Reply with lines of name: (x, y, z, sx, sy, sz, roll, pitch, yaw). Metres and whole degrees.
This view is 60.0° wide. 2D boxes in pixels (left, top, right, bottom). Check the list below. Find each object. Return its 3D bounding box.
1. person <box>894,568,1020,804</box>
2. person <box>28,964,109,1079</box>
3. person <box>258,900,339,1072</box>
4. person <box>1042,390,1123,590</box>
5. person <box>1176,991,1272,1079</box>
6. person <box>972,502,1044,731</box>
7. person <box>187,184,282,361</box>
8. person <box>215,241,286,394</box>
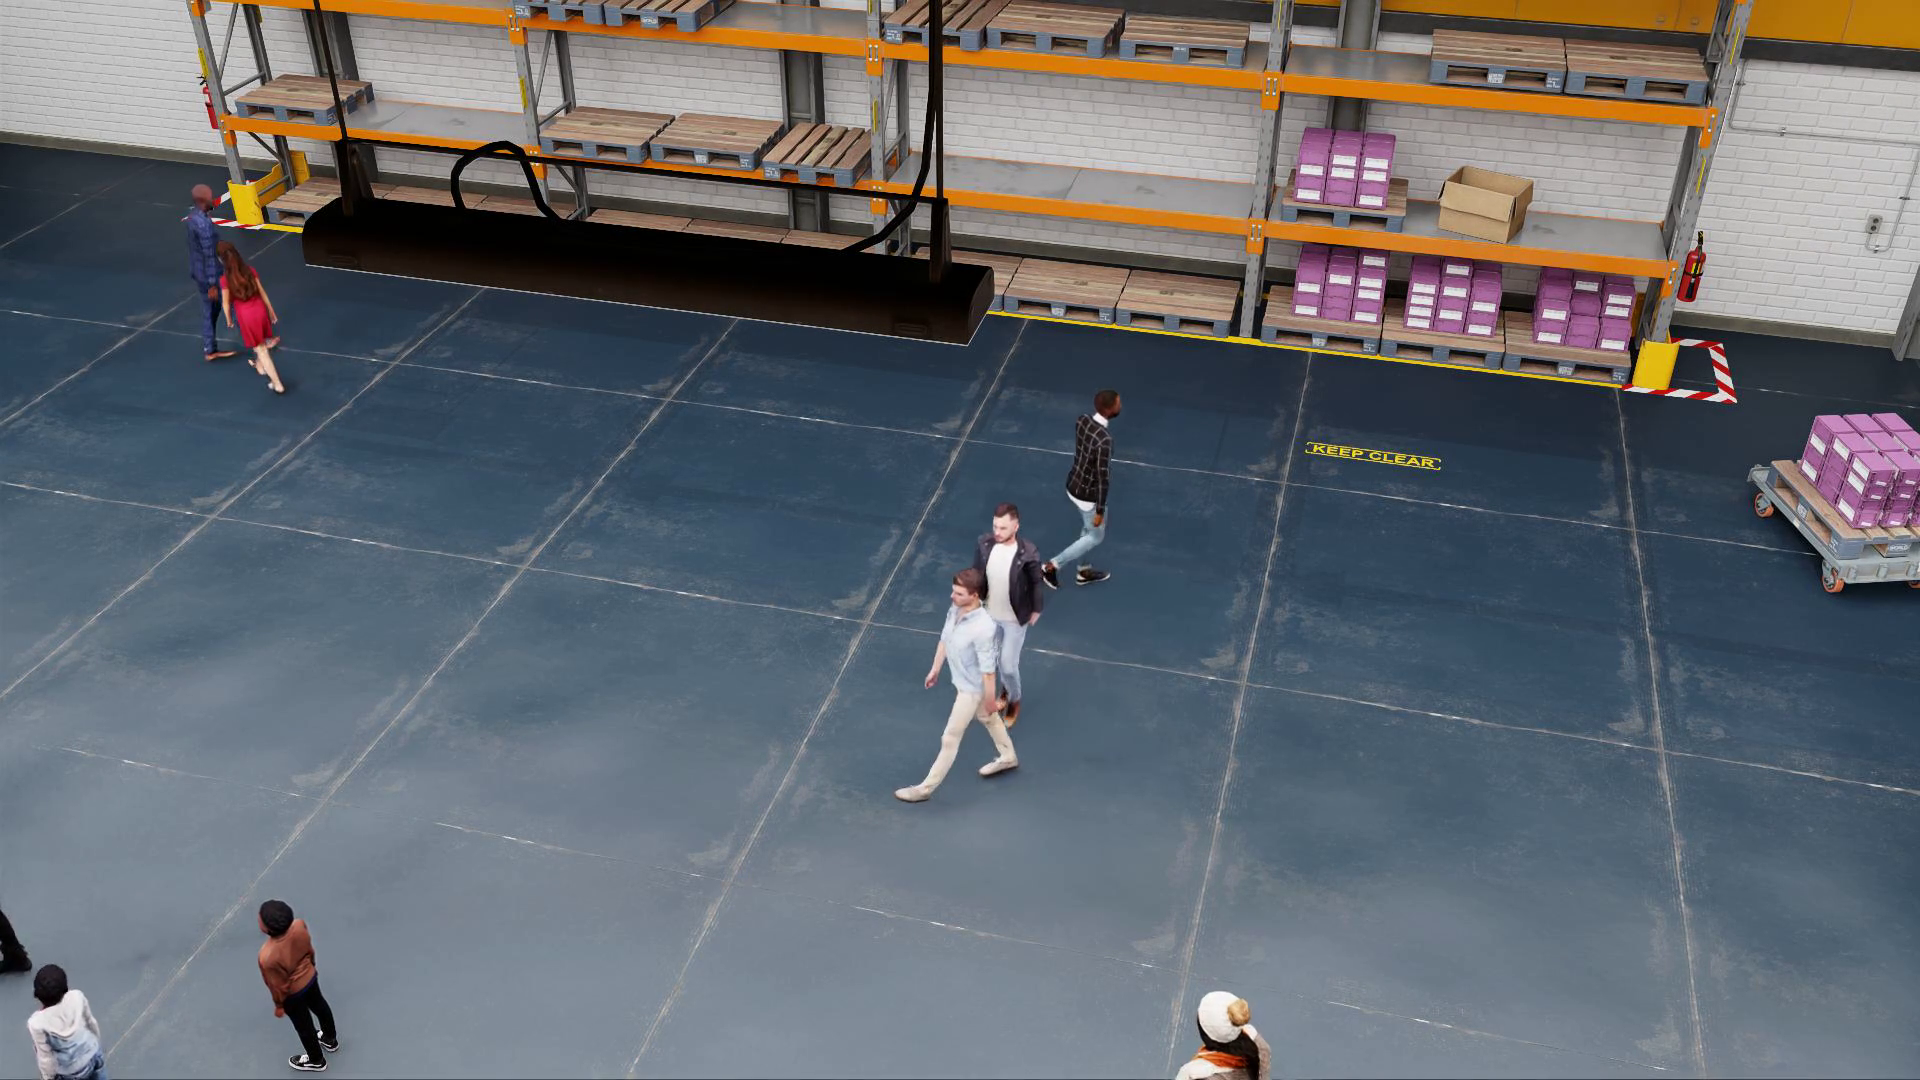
person: (0.156, 0.944, 11.195, 1.281, 1.800, 1.099, -11, 35, -16)
person: (-4.772, 2.790, 8.919, 0.562, 1.243, 0.610, 11, 35, 16)
person: (-3.735, 2.494, 9.356, 0.467, 1.254, 0.517, 10, 35, 14)
person: (0.912, -0.351, 13.158, 1.070, 1.782, 0.971, -13, 36, -18)
person: (1.331, 2.970, 8.118, 1.276, 1.833, 0.998, 23, 40, 31)
person: (0.370, 0.464, 11.896, 0.701, 1.823, 0.808, 20, 38, 27)
person: (-7.544, -2.613, 16.570, 1.131, 1.773, 1.083, -18, 38, -25)
person: (-6.805, -2.114, 16.054, 1.023, 1.515, 0.837, 27, 42, 34)
